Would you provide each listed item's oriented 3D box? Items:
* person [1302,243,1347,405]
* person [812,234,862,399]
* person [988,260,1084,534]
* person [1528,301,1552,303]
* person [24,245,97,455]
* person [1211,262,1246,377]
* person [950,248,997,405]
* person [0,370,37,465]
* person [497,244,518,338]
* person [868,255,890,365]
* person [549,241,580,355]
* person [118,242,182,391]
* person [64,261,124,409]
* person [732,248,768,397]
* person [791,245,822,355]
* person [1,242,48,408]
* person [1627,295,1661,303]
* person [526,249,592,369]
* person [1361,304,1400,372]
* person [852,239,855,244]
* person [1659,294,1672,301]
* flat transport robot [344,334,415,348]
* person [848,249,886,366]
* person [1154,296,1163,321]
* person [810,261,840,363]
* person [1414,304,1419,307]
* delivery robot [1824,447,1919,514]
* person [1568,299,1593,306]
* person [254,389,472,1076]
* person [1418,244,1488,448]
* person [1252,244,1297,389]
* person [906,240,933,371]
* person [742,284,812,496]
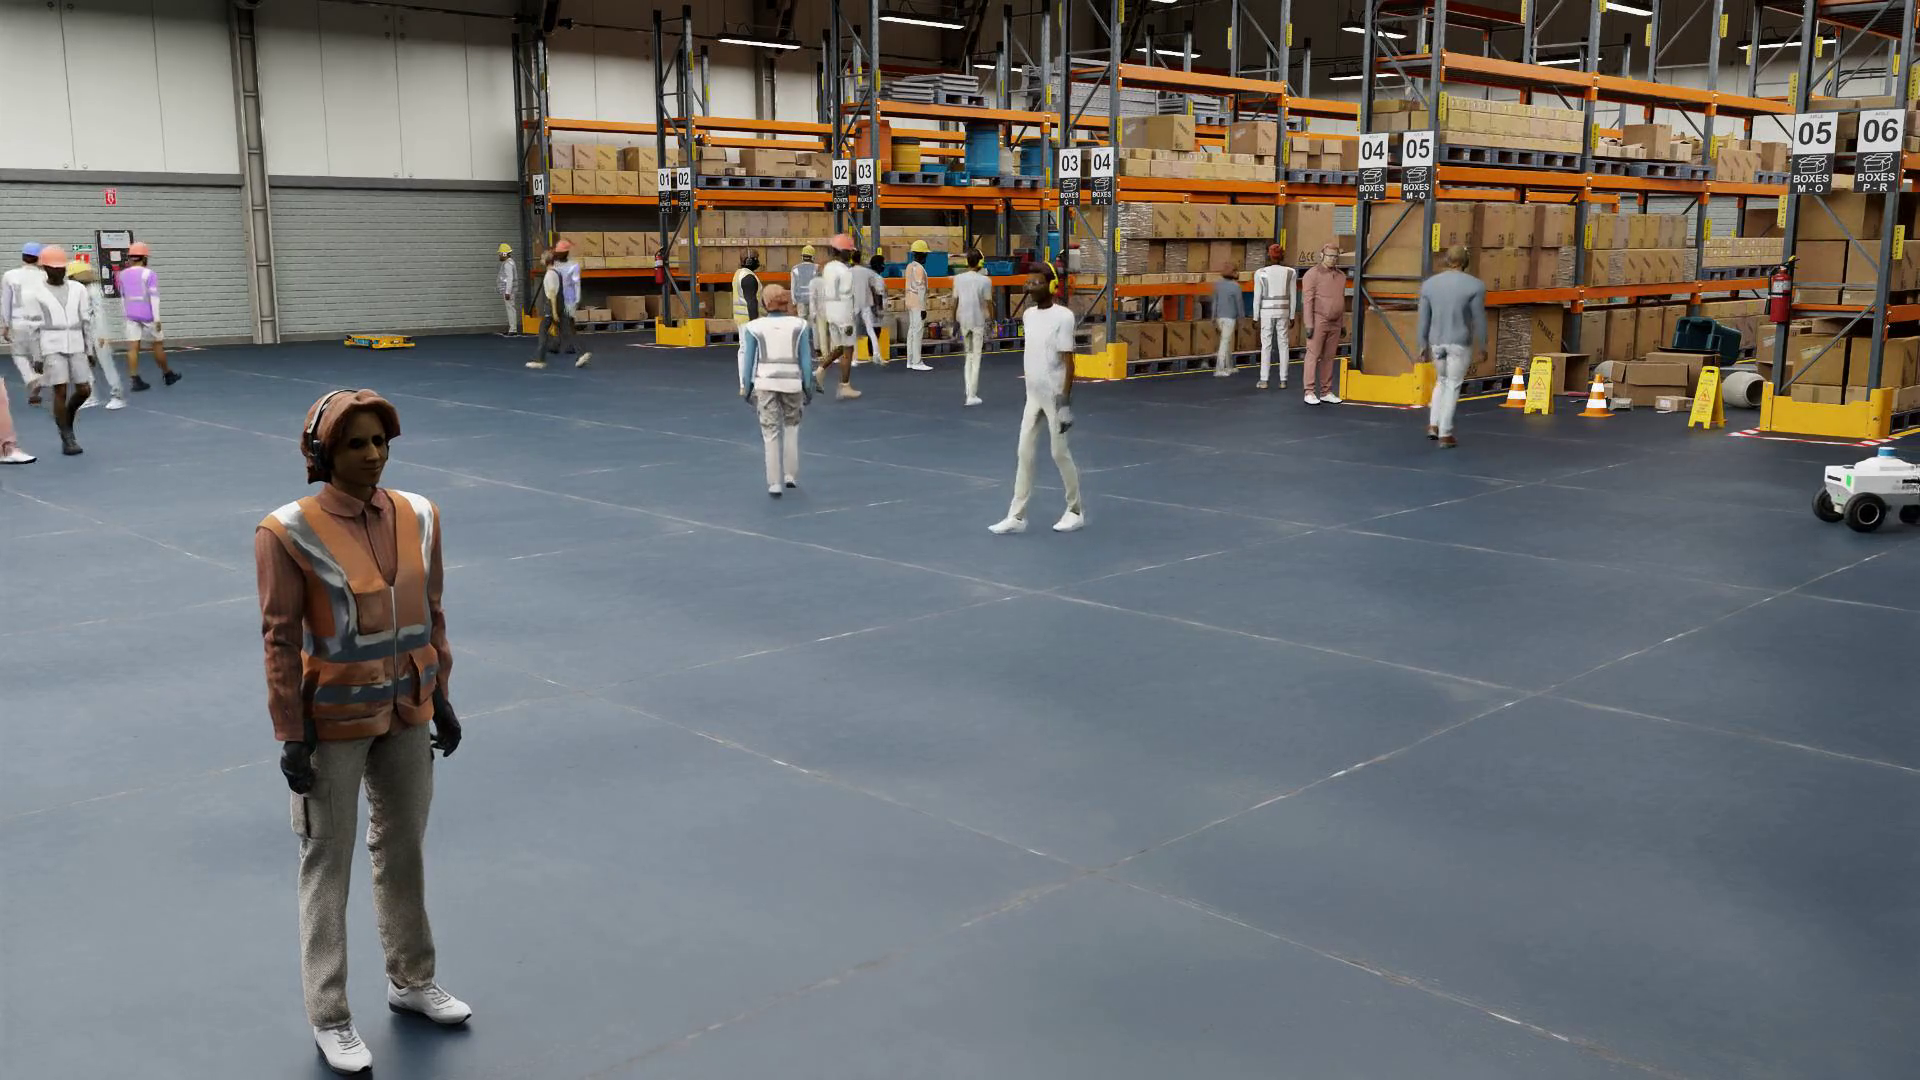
[{"bbox_3d":[4.369,-2.573,19.841,0.636,1.903,0.404,-6,12,-31],"label":"person"},{"bbox_3d":[-1.516,-2.739,20.416,0.570,2.020,0.623,-7,13,-35],"label":"person"},{"bbox_3d":[0.576,-0.964,11.255,0.611,1.862,0.567,-8,13,-39],"label":"person"},{"bbox_3d":[9.508,-3.944,27.404,0.616,1.862,0.676,8,13,37],"label":"person"},{"bbox_3d":[-8.295,-1.757,15.346,0.597,1.916,0.575,8,13,39],"label":"person"},{"bbox_3d":[3.885,-3.140,23.699,0.699,1.606,0.533,-8,13,-36],"label":"person"},{"bbox_3d":[0.191,-2.553,19.871,0.550,1.848,0.580,5,12,27],"label":"person"},{"bbox_3d":[-8.447,-1.538,14.296,0.900,1.871,0.649,4,11,20],"label":"person"},{"bbox_3d":[-8.931,-4.923,32.839,0.403,1.831,0.596,-2,11,-10],"label":"person"},{"bbox_3d":[-1.293,-3.569,25.827,0.322,1.697,0.535,-3,11,-16],"label":"person"},{"bbox_3d":[-6.687,-4.070,28.002,0.572,1.896,0.917,1,10,8],"label":"person"},{"bbox_3d":[-10.677,-2.945,21.866,0.569,1.896,0.930,1,10,6],"label":"person"},{"bbox_3d":[-10.053,-2.355,19.184,0.593,1.698,0.668,6,12,29],"label":"person"},{"bbox_3d":[-2.618,-2.723,20.819,0.429,1.844,0.627,-4,11,-20],"label":"person"},{"bbox_3d":[-2.538,-4.030,27.970,0.600,1.832,0.404,1,10,8],"label":"person"},{"bbox_3d":[-10.811,-2.501,19.383,0.634,1.923,0.518,-10,14,-42],"label":"person"},{"bbox_3d":[11.320,-4.043,27.651,0.776,1.967,0.654,-9,14,-41],"label":"person"},{"bbox_3d":[-6.097,-3.504,25.194,0.956,1.814,0.509,1,10,5],"label":"person"},{"bbox_3d":[6.130,-3.421,24.307,0.617,1.963,0.871,7,13,34],"label":"person"},{"bbox_3d":[-2.440,-5.767,37.159,0.890,1.924,0.634,-7,12,-33],"label":"person"},{"bbox_3d":[15.583,-5.718,36.724,0.537,2.000,0.678,-2,11,-11],"label":"person"},{"bbox_3d":[-10.478,-3.596,29.983,0.652,0.197,1.431,-10,14,-44],"label":"flat transport robot"},{"bbox_3d":[-1.479,-3.544,25.420,0.557,1.813,0.957,-4,11,-21],"label":"person"},{"bbox_3d":[4.691,-5.859,37.695,0.644,1.928,0.459,8,13,36],"label":"person"},{"bbox_3d":[-2.080,-3.553,25.971,0.524,1.600,0.577,-3,11,-17],"label":"person"},{"bbox_3d":[6.685,-3.261,23.536,0.593,1.921,0.392,9,14,40],"label":"person"},{"bbox_3d":[6.400,-0.400,11.515,0.707,0.478,0.477,0,11,-1],"label":"delivery robot"},{"bbox_3d":[11.616,-4.711,31.134,0.633,2.039,0.411,10,14,42],"label":"person"},{"bbox_3d":[-1.456,0.449,4.072,0.309,1.641,0.514,7,12,32],"label":"person"},{"bbox_3d":[4.710,-1.848,15.859,0.634,1.919,0.527,10,15,44],"label":"person"},{"bbox_3d":[4.140,-2.944,21.915,0.573,1.882,0.355,0,10,-2],"label":"person"},{"bbox_3d":[-0.616,-3.495,24.796,0.373,1.925,0.595,-4,11,-19],"label":"person"},{"bbox_3d":[-1.425,-1.170,12.921,0.538,1.618,0.563,-2,11,-11],"label":"person"}]
